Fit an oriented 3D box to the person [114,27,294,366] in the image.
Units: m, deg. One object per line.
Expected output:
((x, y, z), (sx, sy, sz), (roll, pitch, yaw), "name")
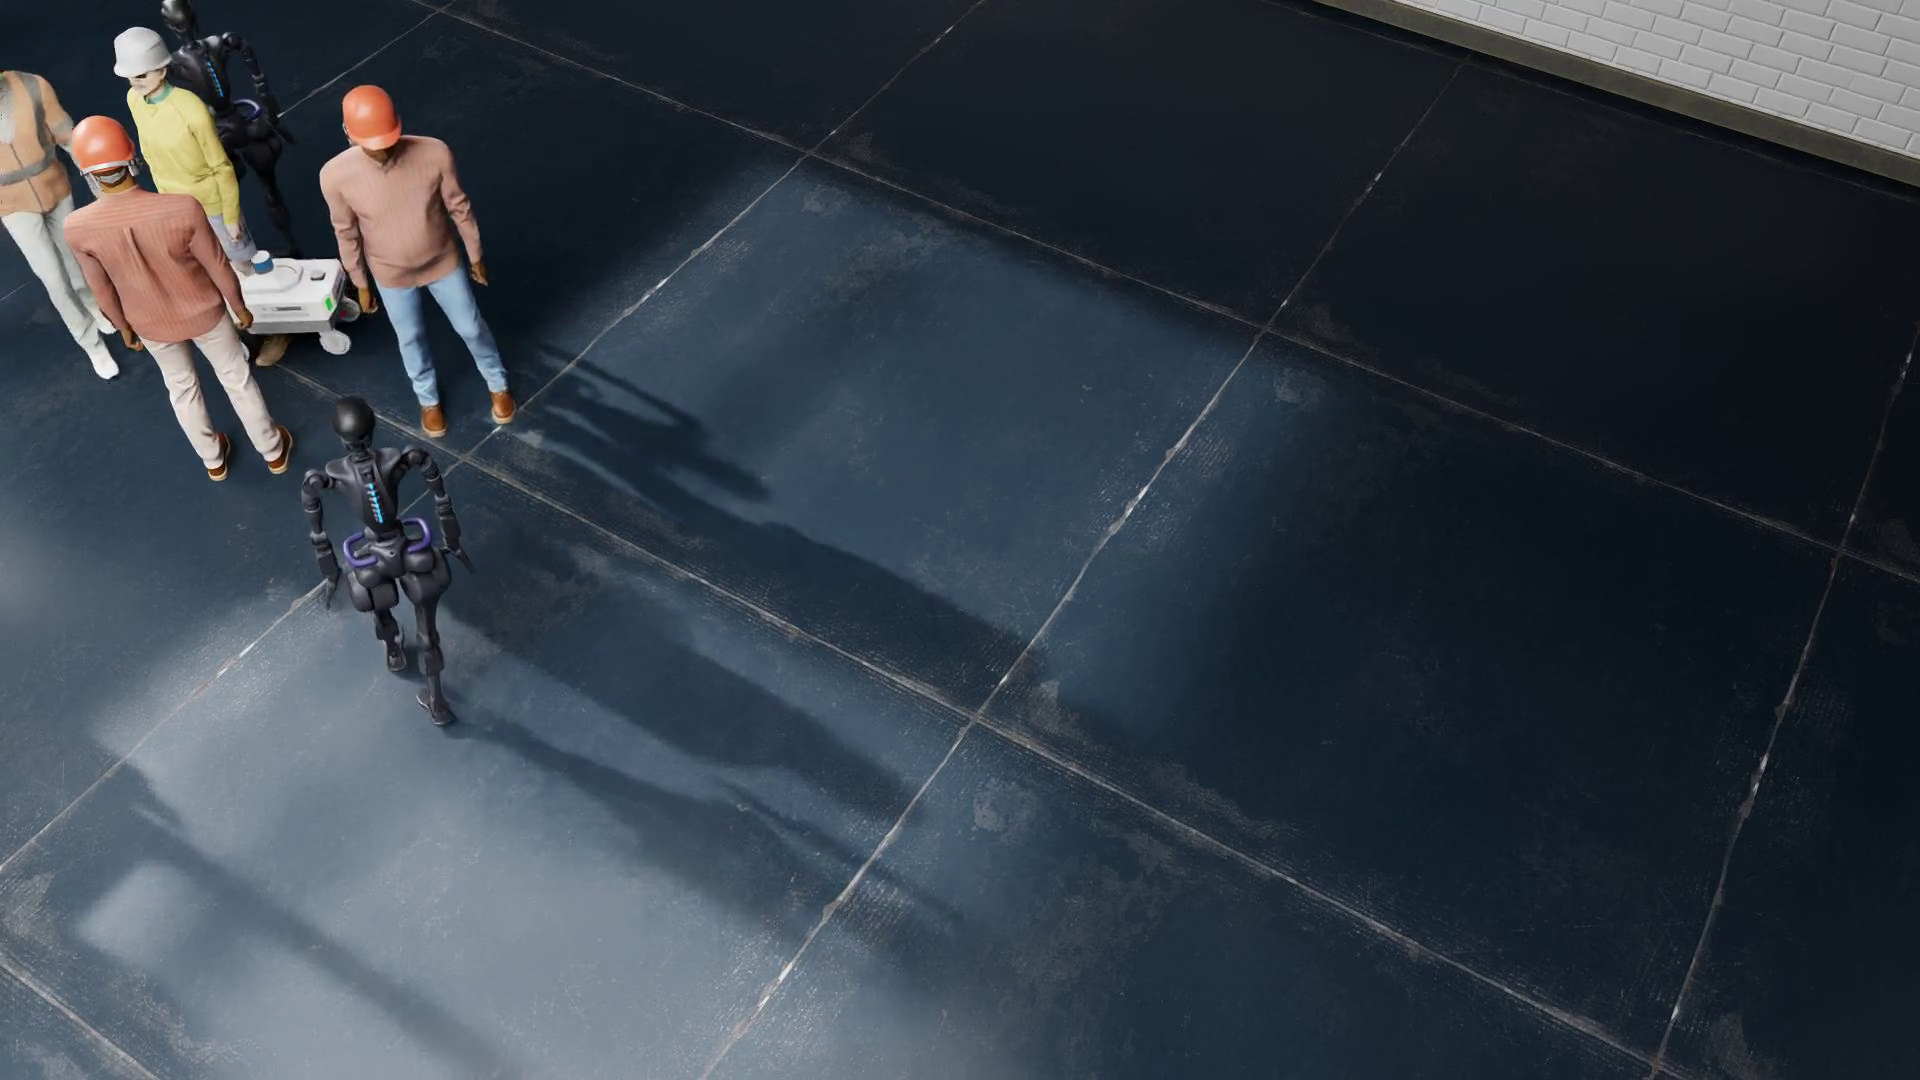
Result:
((-3.743, -1.684, 8.210), (0.472, 1.895, 0.385), (15, 51, 13), "person")

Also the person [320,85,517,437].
((-2.544, -1.279, 7.801), (0.629, 1.984, 0.413), (-15, 51, -13), "person")

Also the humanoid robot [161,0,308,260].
((-3.826, -2.118, 8.727), (0.388, 1.646, 0.604), (37, 58, 28), "humanoid robot")

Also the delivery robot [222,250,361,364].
((-3.597, -1.255, 8.717), (0.773, 0.586, 0.499), (-2, 49, -2), "delivery robot")

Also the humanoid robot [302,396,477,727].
((-2.346, 0.068, 6.836), (0.608, 1.629, 0.633), (-20, 52, -17), "humanoid robot")

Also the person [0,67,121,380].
((-4.517, -1.662, 8.181), (0.623, 1.895, 0.796), (-34, 57, -26), "person")

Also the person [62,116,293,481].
((-3.570, -1.055, 7.601), (0.610, 1.986, 0.403), (-9, 50, -8), "person")
